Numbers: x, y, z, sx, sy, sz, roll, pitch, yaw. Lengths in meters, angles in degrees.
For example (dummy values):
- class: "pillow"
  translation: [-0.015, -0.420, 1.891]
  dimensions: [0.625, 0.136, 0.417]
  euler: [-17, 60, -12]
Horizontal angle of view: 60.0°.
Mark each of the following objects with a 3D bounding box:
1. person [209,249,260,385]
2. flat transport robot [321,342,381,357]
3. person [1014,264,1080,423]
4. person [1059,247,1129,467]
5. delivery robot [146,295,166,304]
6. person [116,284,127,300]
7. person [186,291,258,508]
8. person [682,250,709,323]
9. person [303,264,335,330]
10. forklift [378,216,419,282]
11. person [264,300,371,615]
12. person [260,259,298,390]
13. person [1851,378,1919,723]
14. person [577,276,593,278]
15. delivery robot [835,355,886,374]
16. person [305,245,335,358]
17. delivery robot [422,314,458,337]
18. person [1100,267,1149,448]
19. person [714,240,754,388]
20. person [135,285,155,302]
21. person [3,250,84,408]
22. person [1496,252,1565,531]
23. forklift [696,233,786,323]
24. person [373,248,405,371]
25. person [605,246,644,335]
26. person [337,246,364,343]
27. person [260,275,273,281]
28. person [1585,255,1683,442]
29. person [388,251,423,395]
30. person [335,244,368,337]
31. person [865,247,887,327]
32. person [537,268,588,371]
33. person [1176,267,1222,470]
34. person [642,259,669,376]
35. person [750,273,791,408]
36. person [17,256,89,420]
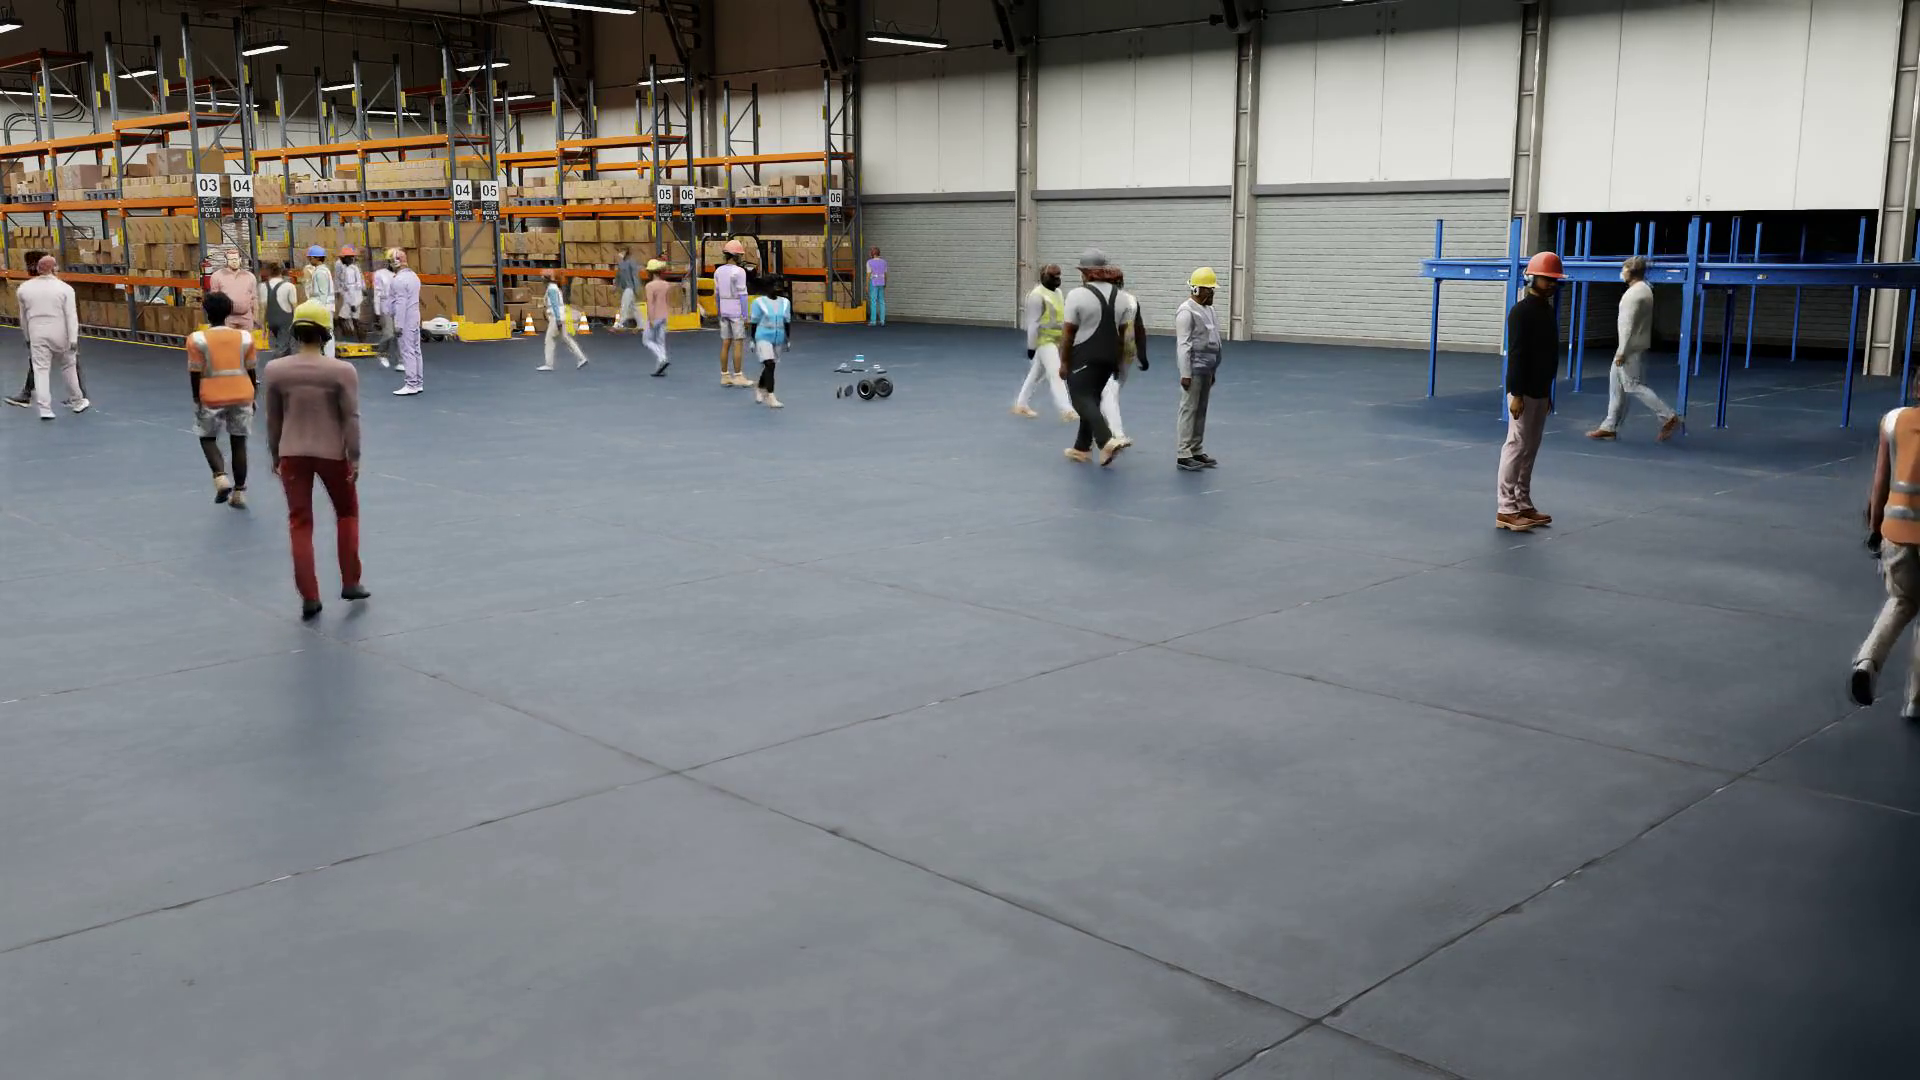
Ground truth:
- class: "person"
  translation: [-10.258, -3.154, 23.592]
  dimensions: [0.643, 1.909, 0.410]
  euler: [-9, 13, -39]
- class: "flat transport robot"
  translation: [-10.901, -3.384, 29.427]
  dimensions: [1.431, 0.197, 0.652]
  euler: [9, 13, 39]
- class: "person"
  translation: [1.011, -2.267, 19.096]
  dimensions: [0.978, 1.795, 0.638]
  euler: [5, 11, 24]
- class: "person"
  translation: [1.241, -1.691, 15.363]
  dimensions: [0.694, 2.000, 0.930]
  euler: [-8, 13, -37]
- class: "delivery robot"
  translation: [-21.274, -6.242, 43.982]
  dimensions: [0.477, 0.478, 0.707]
  euler: [-8, 13, -39]
- class: "person"
  translation: [-19.853, -5.890, 39.091]
  dimensions: [0.530, 1.693, 0.321]
  euler: [-9, 13, -39]
- class: "person"
  translation: [-5.715, -1.087, 12.944]
  dimensions: [0.535, 1.688, 0.367]
  euler: [-8, 13, -38]
- class: "person"
  translation: [-6.394, -6.079, 39.699]
  dimensions: [0.851, 1.845, 0.614]
  euler: [4, 11, 19]
- class: "person"
  translation: [-11.669, -4.400, 30.384]
  dimensions: [0.690, 1.904, 0.607]
  euler: [7, 13, 35]
- class: "forklift"
  translation: [-17.868, -9.201, 54.028]
  dimensions: [1.873, 2.768, 1.129]
  euler: [-10, 14, -44]
- class: "person"
  translation: [-3.636, -0.473, 9.411]
  dimensions: [0.541, 1.745, 0.640]
  euler: [-1, 10, -8]
- class: "person"
  translation: [-9.162, -2.884, 22.426]
  dimensions: [0.523, 1.801, 0.987]
  euler: [3, 11, 16]
- class: "person"
  translation: [4.157, -0.003, 7.172]
  dimensions: [0.423, 1.622, 0.531]
  euler: [-6, 12, -28]
- class: "person"
  translation: [-10.302, -7.114, 45.664]
  dimensions: [0.483, 1.737, 0.320]
  euler: [4, 11, 20]
- class: "delivery robot"
  translation: [-1.311, -2.314, 21.853]
  dimensions: [0.698, 0.223, 0.335]
  euler: [6, 12, 30]
- class: "person"
  translation: [-9.887, -3.578, 25.786]
  dimensions: [0.389, 1.949, 0.604]
  euler: [-3, 11, -17]
- class: "delivery robot"
  translation: [-10.346, -4.245, 33.089]
  dimensions: [0.707, 0.478, 0.477]
  euler: [4, 11, 23]
- class: "person"
  translation: [1.558, -1.850, 16.798]
  dimensions: [0.620, 1.797, 0.963]
  euler: [-5, 11, -24]
- class: "person"
  translation: [-3.156, -3.166, 23.286]
  dimensions: [0.614, 2.040, 0.391]
  euler: [9, 14, 41]
- class: "person"
  translation: [-22.008, -6.907, 44.897]
  dimensions: [0.522, 1.604, 0.377]
  euler: [-1, 10, -4]
- class: "person"
  translation: [-11.212, -2.558, 20.277]
  dimensions: [0.636, 1.915, 0.971]
  euler: [7, 13, 34]
- class: "person"
  translation: [4.150, -1.080, 12.048]
  dimensions: [0.391, 1.990, 0.623]
  euler: [9, 13, 39]
- class: "forklift"
  translation: [-5.496, -6.489, 41.108]
  dimensions: [2.313, 2.155, 1.214]
  euler: [-10, 14, -44]
- class: "person"
  translation: [-8.850, -3.586, 25.936]
  dimensions: [0.529, 1.906, 0.619]
  euler: [9, 14, 41]
- class: "person"
  translation: [-7.175, -5.336, 35.553]
  dimensions: [1.032, 1.877, 0.648]
  euler: [-8, 13, -36]
- class: "person"
  translation: [-10.886, -4.236, 29.487]
  dimensions: [0.630, 1.916, 0.552]
  euler: [-1, 10, -4]
- class: "person"
  translation: [-18.991, -7.149, 45.523]
  dimensions: [0.848, 1.859, 0.570]
  euler: [6, 12, 30]
- class: "person"
  translation: [6.959, -1.948, 17.019]
  dimensions: [0.871, 1.916, 0.638]
  euler: [5, 12, 26]
- class: "person"
  translation: [-7.415, -2.892, 22.185]
  dimensions: [0.402, 1.902, 0.640]
  euler: [0, 10, 2]
- class: "person"
  translation: [-12.680, -5.206, 34.717]
  dimensions: [0.714, 1.917, 0.629]
  euler: [5, 12, 26]
- class: "person"
  translation: [-1.932, -5.898, 38.752]
  dimensions: [0.560, 1.836, 0.380]
  euler: [-9, 13, -39]
- class: "person"
  translation: [-6.261, -3.467, 26.140]
  dimensions: [0.759, 1.602, 0.547]
  euler: [-2, 11, -12]
- class: "person"
  translation: [2.173, -1.561, 15.138]
  dimensions: [0.403, 1.826, 0.593]
  euler: [6, 12, 31]
- class: "person"
  translation: [-4.557, -3.336, 25.004]
  dimensions: [0.406, 1.754, 0.531]
  euler: [6, 12, 29]
- class: "person"
  translation: [-2.409, -2.499, 20.745]
  dimensions: [0.537, 1.656, 0.816]
  euler: [-8, 13, -39]
- class: "person"
  translation: [-10.553, -2.357, 19.358]
  dimensions: [0.663, 1.856, 0.979]
  euler: [-2, 11, -10]
